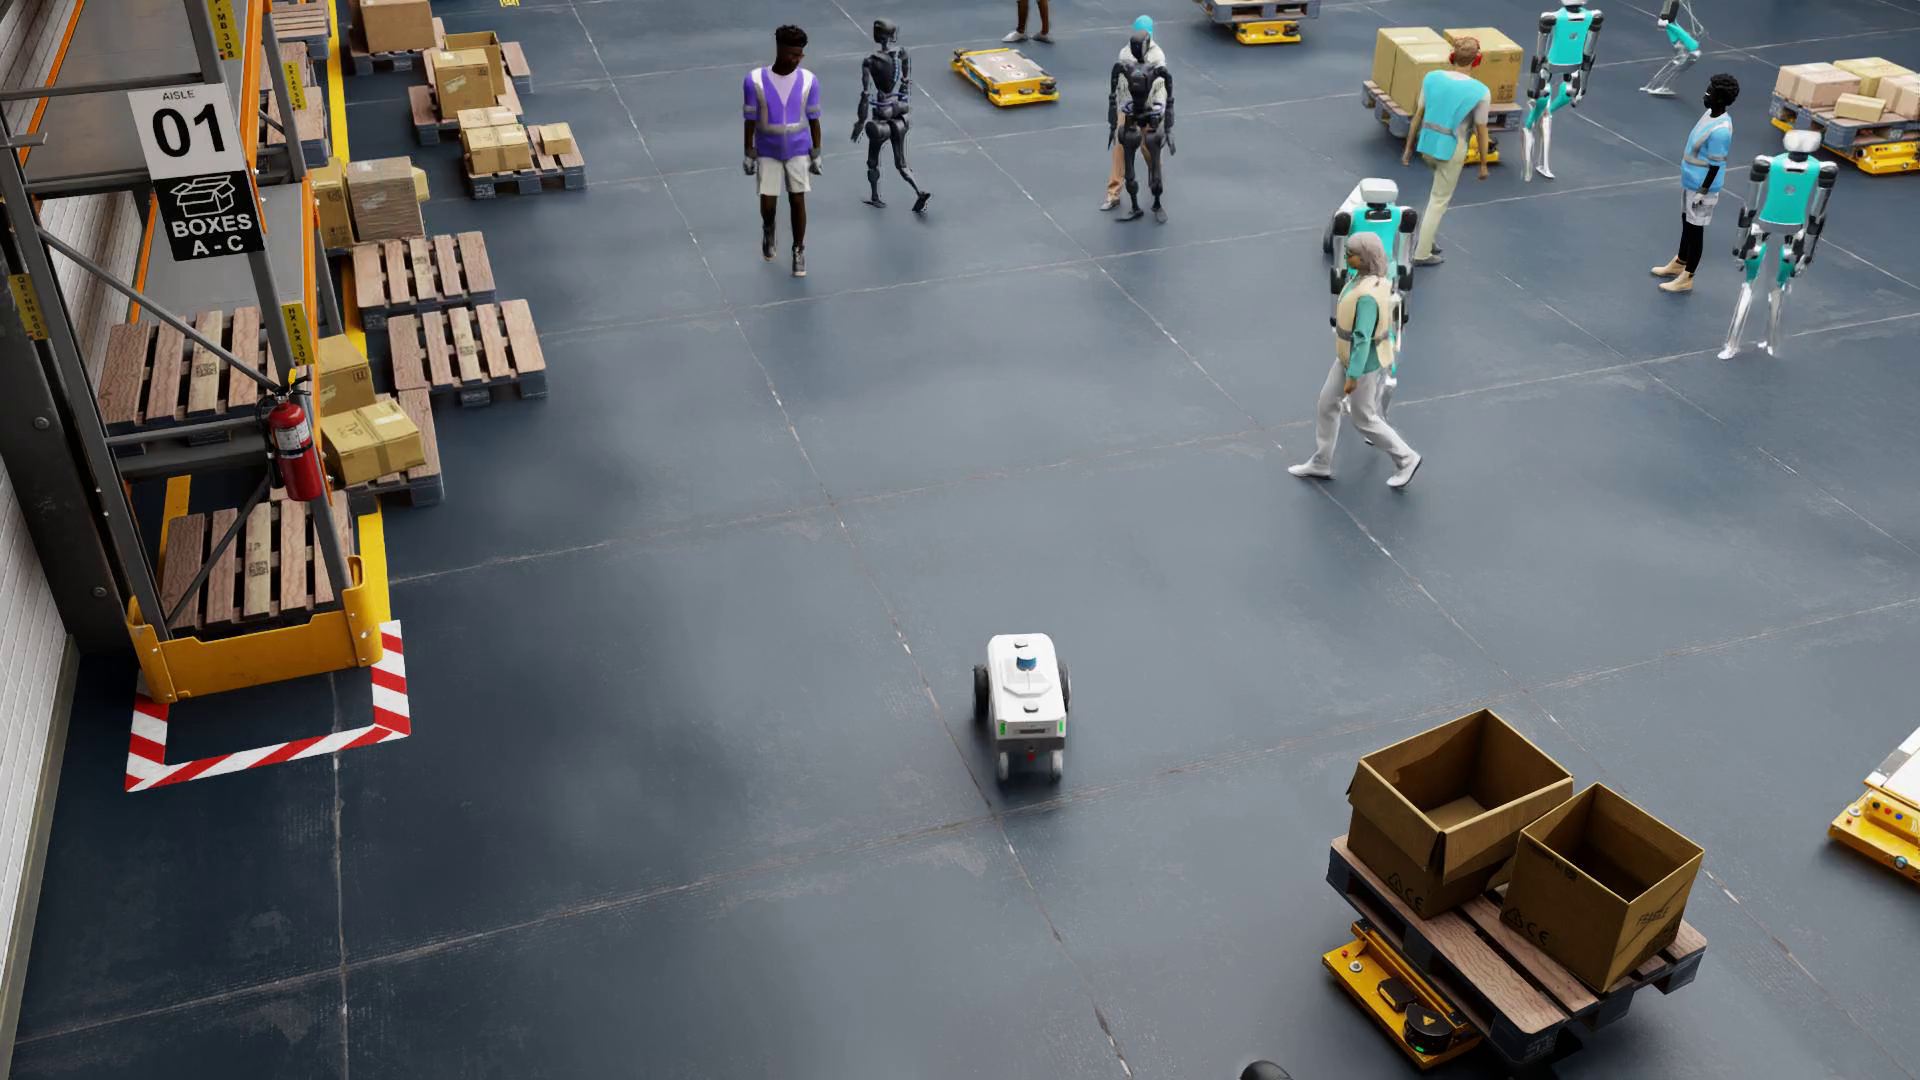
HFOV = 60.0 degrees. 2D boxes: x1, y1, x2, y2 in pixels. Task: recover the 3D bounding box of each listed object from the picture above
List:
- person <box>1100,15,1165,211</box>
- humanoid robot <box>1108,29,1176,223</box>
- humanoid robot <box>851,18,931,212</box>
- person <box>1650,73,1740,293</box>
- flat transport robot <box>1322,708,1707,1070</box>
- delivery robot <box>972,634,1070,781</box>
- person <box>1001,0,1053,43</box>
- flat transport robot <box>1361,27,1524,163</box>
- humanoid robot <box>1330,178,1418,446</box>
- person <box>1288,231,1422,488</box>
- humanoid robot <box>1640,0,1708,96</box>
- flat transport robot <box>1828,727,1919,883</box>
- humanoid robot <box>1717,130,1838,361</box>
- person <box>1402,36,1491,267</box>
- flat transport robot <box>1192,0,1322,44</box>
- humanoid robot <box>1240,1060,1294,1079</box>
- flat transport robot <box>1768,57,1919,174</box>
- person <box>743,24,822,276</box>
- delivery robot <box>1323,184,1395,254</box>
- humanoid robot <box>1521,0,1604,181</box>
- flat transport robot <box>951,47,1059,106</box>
[{"bbox_3d":[1.540,-3.683,14.237,0.487,1.647,0.705,15,36,22],"label":"person"},{"bbox_3d":[1.529,-3.440,13.843,0.598,1.640,0.389,11,35,16],"label":"humanoid robot"},{"bbox_3d":[-0.593,-3.577,14.073,0.647,1.643,0.599,27,42,35],"label":"humanoid robot"},{"bbox_3d":[5.657,-2.728,12.733,0.319,1.696,0.532,6,34,9],"label":"person"},{"bbox_3d":[2.340,1.740,7.190,1.431,0.231,0.659,-16,36,-23],"label":"flat transport robot"},{"bbox_3d":[0.328,0.791,8.362,0.499,0.571,0.756,-2,33,-3],"label":"delivery robot"},{"bbox_3d":[0.782,-6.395,18.160,0.576,1.912,0.672,8,34,12],"label":"person"},{"bbox_3d":[4.555,-3.927,15.881,0.659,0.231,1.431,-4,33,-6],"label":"flat transport robot"},{"bbox_3d":[2.644,-1.361,10.595,0.552,1.713,1.019,-1,33,-2],"label":"humanoid robot"},{"bbox_3d":[2.524,-1.075,10.204,0.783,1.680,0.515,3,33,5],"label":"person"},{"bbox_3d":[7.244,-5.255,16.580,0.706,1.802,0.546,13,35,19],"label":"humanoid robot"},{"bbox_3d":[4.850,1.206,8.009,1.431,0.231,0.659,-26,41,-33],"label":"flat transport robot"},{"bbox_3d":[5.723,-2.092,11.733,0.546,1.790,0.804,12,35,18],"label":"humanoid robot"},{"bbox_3d":[3.844,-3.036,13.088,0.504,1.816,0.600,-21,38,-28],"label":"person"},{"bbox_3d":[3.345,-5.960,18.999,0.659,0.231,1.431,-6,34,-8],"label":"flat transport robot"},{"bbox_3d":[0.935,2.205,5.185,0.609,1.654,0.329,-24,40,-32],"label":"humanoid robot"},{"bbox_3d":[8.415,-3.804,15.692,0.659,0.231,1.431,-8,34,-13],"label":"flat transport robot"},{"bbox_3d":[-1.374,-3.019,12.961,0.648,1.930,0.468,-8,34,-12],"label":"person"},{"bbox_3d":[3.318,-2.636,13.646,0.499,0.601,0.775,15,36,21],"label":"delivery robot"},{"bbox_3d":[5.205,-4.000,14.697,0.556,1.833,0.752,0,33,-1],"label":"humanoid robot"},{"bbox_3d":[0.455,-4.827,17.262,0.659,0.231,1.431,-11,35,-17],"label":"flat transport robot"}]
